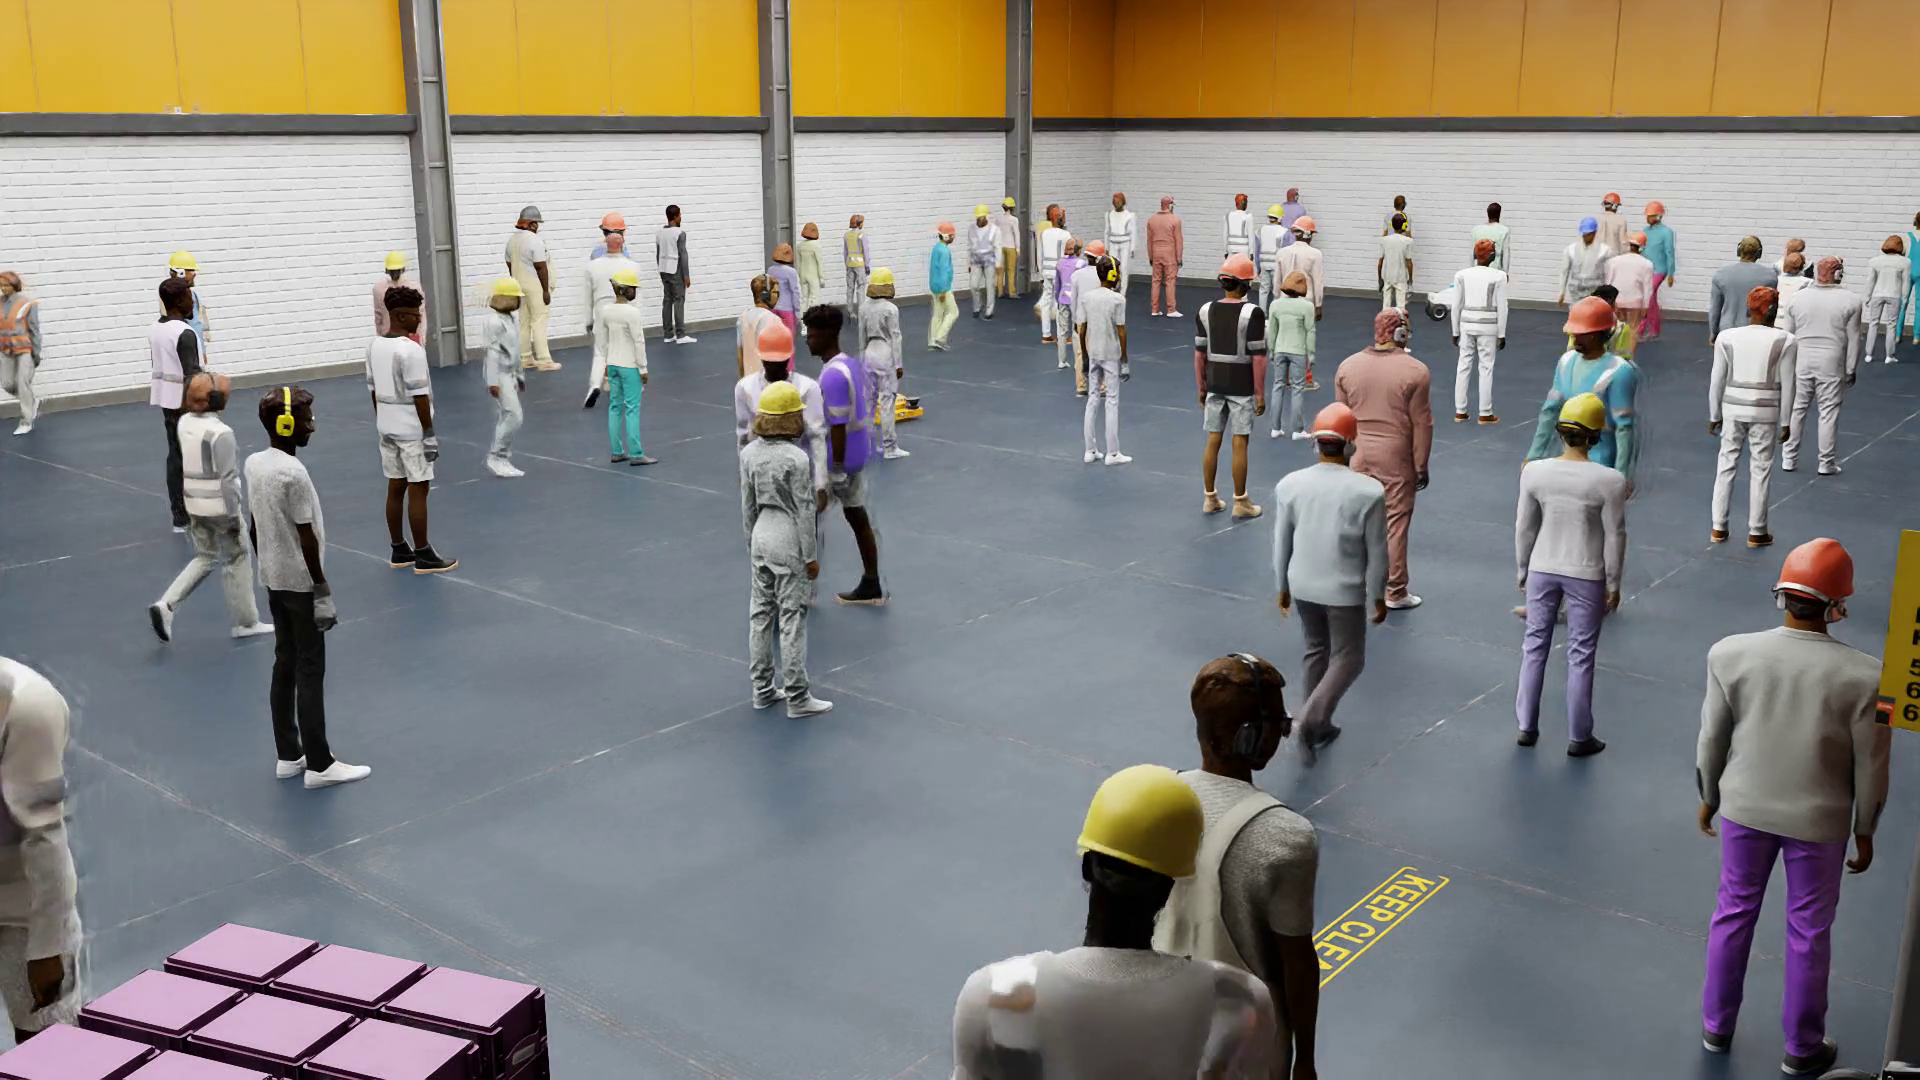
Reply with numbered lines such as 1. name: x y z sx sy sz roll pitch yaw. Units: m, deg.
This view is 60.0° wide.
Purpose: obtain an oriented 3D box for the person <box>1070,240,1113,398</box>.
1. person: 1.499 -2.464 18.597 0.560 1.753 0.329 12 18 39

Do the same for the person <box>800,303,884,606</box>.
1. person: -0.882 -0.520 10.455 0.869 1.927 0.628 2 14 9

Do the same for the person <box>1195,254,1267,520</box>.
1. person: 2.108 -1.181 12.886 0.605 2.045 0.382 12 18 39

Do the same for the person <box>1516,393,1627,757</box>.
1. person: 2.947 0.168 8.057 0.523 1.769 0.319 12 18 39

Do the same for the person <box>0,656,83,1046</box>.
1. person: -2.560 0.959 4.370 0.630 2.022 0.446 3 14 13

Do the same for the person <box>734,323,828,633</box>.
1. person: -1.081 -0.402 10.158 0.564 1.871 1.009 0 14 0

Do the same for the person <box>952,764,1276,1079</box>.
1. person: 0.264 1.345 3.091 0.618 1.891 0.472 -1 14 -3

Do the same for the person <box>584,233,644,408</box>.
1. person: -3.764 -2.359 17.958 0.681 1.872 0.744 2 14 9

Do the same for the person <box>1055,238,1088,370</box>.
1. person: 1.403 -2.937 20.728 0.512 1.638 0.312 12 18 39

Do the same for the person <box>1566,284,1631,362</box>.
1. person: 5.423 -1.323 14.160 0.529 1.695 0.321 12 18 39

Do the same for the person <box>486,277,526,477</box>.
1. person: -3.911 -1.389 14.325 0.413 1.728 0.530 1 14 6

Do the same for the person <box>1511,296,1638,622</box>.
1. person: 3.717 -0.481 10.155 0.895 2.002 0.639 -3 14 -12

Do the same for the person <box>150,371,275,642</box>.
1. person: -4.418 -0.171 9.712 0.538 1.619 0.641 9 17 32

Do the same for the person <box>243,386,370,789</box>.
1. person: -3.046 0.219 7.660 0.517 1.865 0.328 12 18 39

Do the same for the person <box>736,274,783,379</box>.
1. person: -1.577 -1.223 13.470 0.506 1.841 0.344 12 18 39

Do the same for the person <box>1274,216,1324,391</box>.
1. person: 3.907 -2.716 19.137 0.608 1.987 0.391 12 18 39

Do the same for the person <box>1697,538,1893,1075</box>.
1. person: 2.667 0.851 5.353 0.560 1.753 0.329 12 18 39

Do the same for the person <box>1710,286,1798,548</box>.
1. person: 5.721 -0.888 12.036 0.572 1.886 0.355 12 18 39

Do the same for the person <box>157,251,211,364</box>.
1. person: -7.430 -1.856 16.031 0.586 1.824 0.404 12 18 39

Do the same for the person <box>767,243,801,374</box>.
1. person: -2.095 -2.723 19.879 0.497 1.633 0.279 12 18 39

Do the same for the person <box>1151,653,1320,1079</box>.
1. person: 0.619 1.162 3.940 0.506 1.841 0.344 12 18 39

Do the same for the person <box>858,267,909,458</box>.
1. person: -0.710 -1.627 15.276 0.483 1.745 0.301 12 18 39

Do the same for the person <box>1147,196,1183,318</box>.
1. person: 3.278 -4.493 26.399 0.636 1.911 0.404 12 18 39

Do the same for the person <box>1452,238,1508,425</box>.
1. person: 5.297 -2.121 16.970 0.572 1.883 0.355 12 18 39

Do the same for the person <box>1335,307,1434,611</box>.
1. person: 2.680 -0.509 10.492 0.636 1.903 0.404 12 18 39

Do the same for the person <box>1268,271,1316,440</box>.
1. person: 3.223 -1.793 16.162 0.497 1.633 0.279 12 18 39

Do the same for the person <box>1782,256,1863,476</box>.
1. person: 7.510 -1.519 14.529 0.636 1.903 0.404 12 18 39

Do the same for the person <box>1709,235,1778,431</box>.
1. person: 7.805 -2.064 16.629 0.627 1.940 0.371 12 18 39

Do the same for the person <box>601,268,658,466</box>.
1. person: -2.988 -1.548 14.933 0.523 1.761 0.328 12 18 39

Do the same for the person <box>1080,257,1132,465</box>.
1. person: 1.309 -1.610 14.971 0.517 1.865 0.328 12 18 39
